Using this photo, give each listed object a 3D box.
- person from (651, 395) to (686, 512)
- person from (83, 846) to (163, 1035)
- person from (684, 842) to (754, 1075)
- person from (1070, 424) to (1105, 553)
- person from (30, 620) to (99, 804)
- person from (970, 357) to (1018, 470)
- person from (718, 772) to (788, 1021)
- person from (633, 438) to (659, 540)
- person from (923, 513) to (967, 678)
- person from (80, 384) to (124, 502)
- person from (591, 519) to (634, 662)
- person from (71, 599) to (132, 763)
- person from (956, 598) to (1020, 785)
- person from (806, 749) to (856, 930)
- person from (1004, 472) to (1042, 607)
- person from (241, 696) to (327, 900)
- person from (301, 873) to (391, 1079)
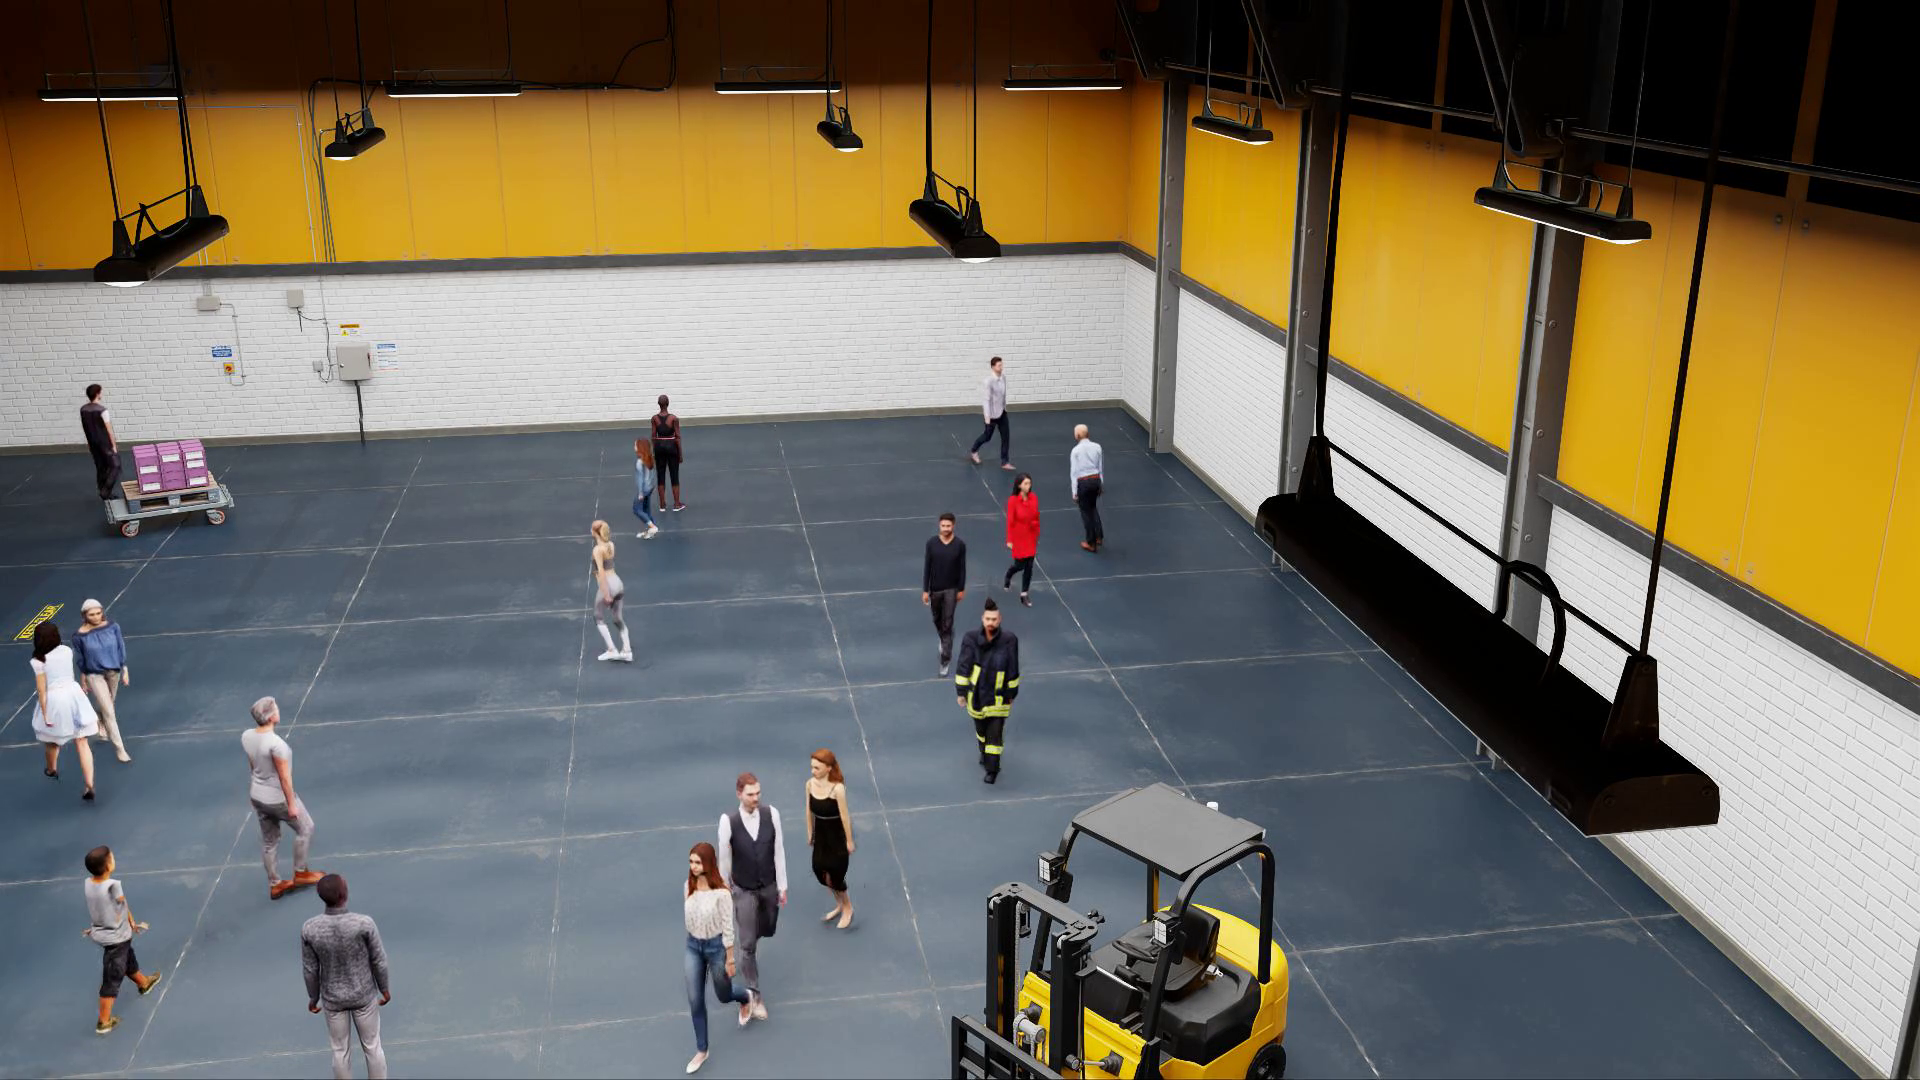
[{"bbox_3d":[-4.360,-1.300,24.680,0.638,1.758,0.598,1,19,3],"label":"person"},{"bbox_3d":[-6.431,2.972,12.528,0.836,1.418,1.091,4,19,11],"label":"person"},{"bbox_3d":[-1.773,2.964,12.099,0.936,1.708,1.103,8,20,23],"label":"person"},{"bbox_3d":[1.776,-0.682,22.853,0.717,1.755,0.744,-5,19,-16],"label":"person"},{"bbox_3d":[-8.472,1.673,15.845,1.219,1.763,1.111,14,23,37],"label":"person"},{"bbox_3d":[0.512,-2.050,26.815,1.273,1.818,1.121,18,25,42],"label":"person"},{"bbox_3d":[-1.602,2.621,12.783,0.856,1.920,1.167,-8,20,-23],"label":"person"},{"bbox_3d":[-4.376,-0.708,23.372,0.725,1.472,0.606,3,19,8],"label":"person"},{"bbox_3d":[-0.183,0.562,19.045,0.929,1.826,1.334,3,19,9],"label":"person"},{"bbox_3d":[-12.888,-1.393,24.832,0.776,1.838,0.842,4,19,13],"label":"person"},{"bbox_3d":[-3.974,0.616,19.147,0.830,1.660,0.784,5,19,14],"label":"person"},{"bbox_3d":[-8.729,1.378,16.886,1.209,1.658,1.085,16,24,39],"label":"person"},{"bbox_3d":[0.286,1.439,16.449,1.033,1.822,1.263,4,19,12],"label":"person"},{"bbox_3d":[-1.023,2.453,13.786,0.738,1.600,0.799,13,23,34],"label":"person"},{"bbox_3d":[0.753,-0.028,20.936,0.771,1.738,0.889,-11,22,-30],"label":"person"},{"bbox_3d":[-5.889,2.227,14.117,0.866,1.817,0.912,10,21,28],"label":"person"},{"bbox_3d":[-4.199,3.130,11.406,0.701,1.835,0.558,-5,19,-14],"label":"person"}]
